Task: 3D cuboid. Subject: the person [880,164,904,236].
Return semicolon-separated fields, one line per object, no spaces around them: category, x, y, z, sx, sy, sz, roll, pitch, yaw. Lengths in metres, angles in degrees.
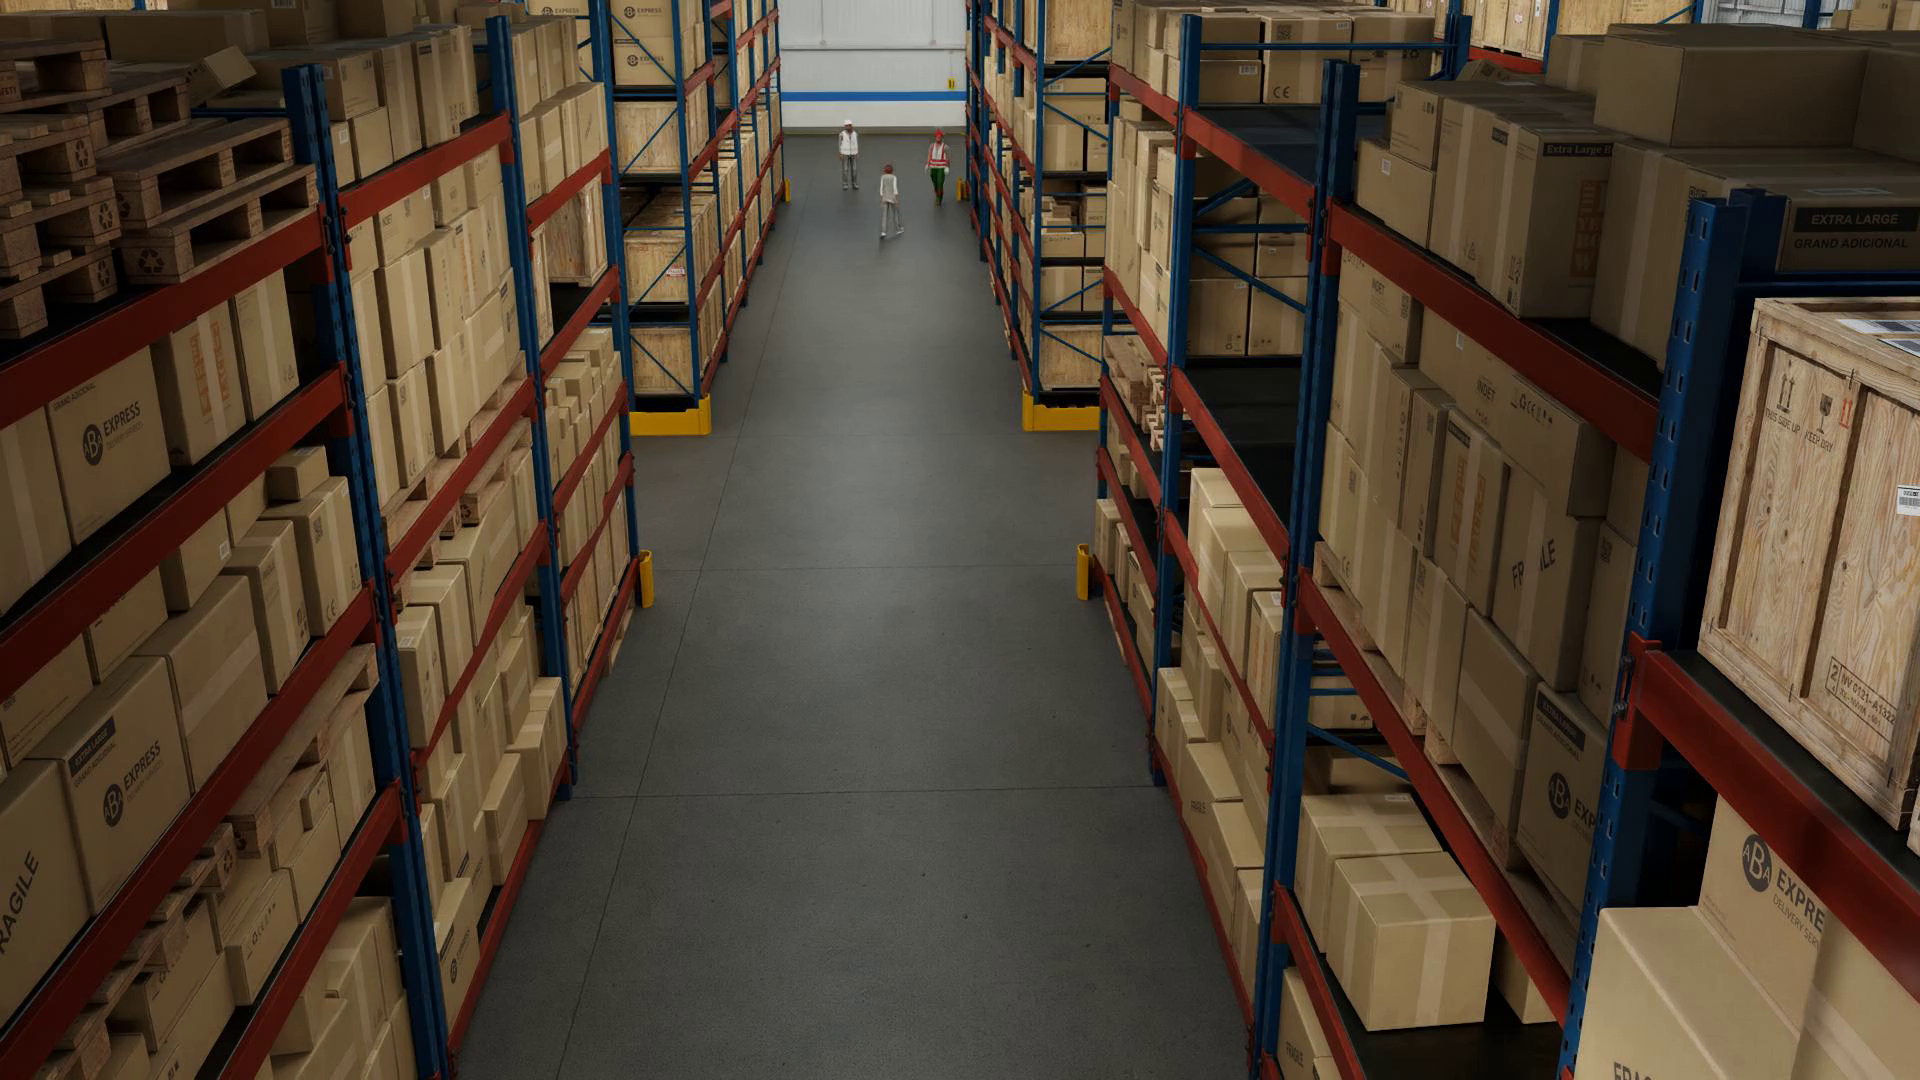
person;-1.559;-7.589;37.091;0.452;1.564;0.829;7;21;17

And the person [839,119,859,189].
person;-2.893;-10.114;43.588;0.531;1.775;0.381;-6;21;-17

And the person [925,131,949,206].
person;-0.575;-9.199;41.140;0.551;1.764;0.896;7;22;18
